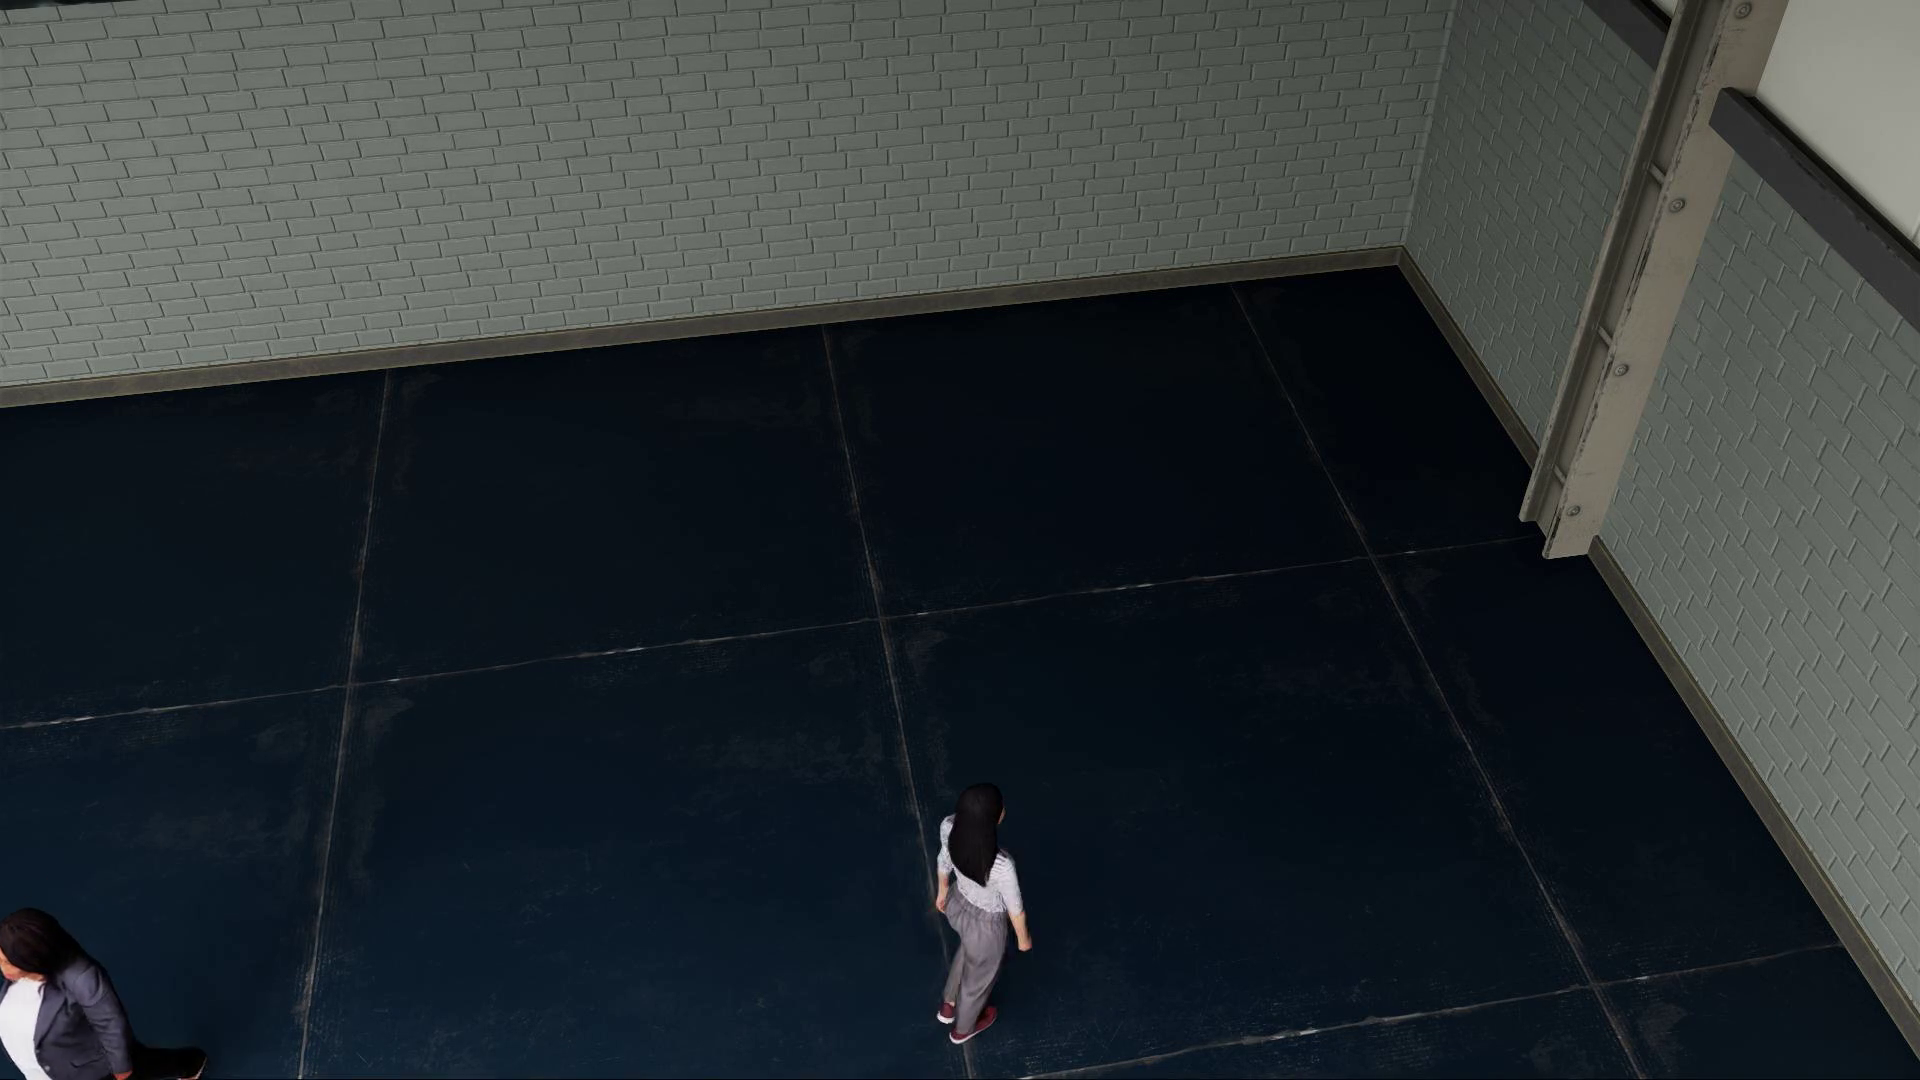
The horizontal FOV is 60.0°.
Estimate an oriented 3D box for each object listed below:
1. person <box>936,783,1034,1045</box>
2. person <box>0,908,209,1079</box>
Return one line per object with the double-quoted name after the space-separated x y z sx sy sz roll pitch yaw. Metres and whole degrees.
0.008 1.667 7.117 0.773 1.724 0.689 -28 50 -27 "person"
-3.556 2.011 6.871 0.998 1.559 1.168 15 45 15 "person"
